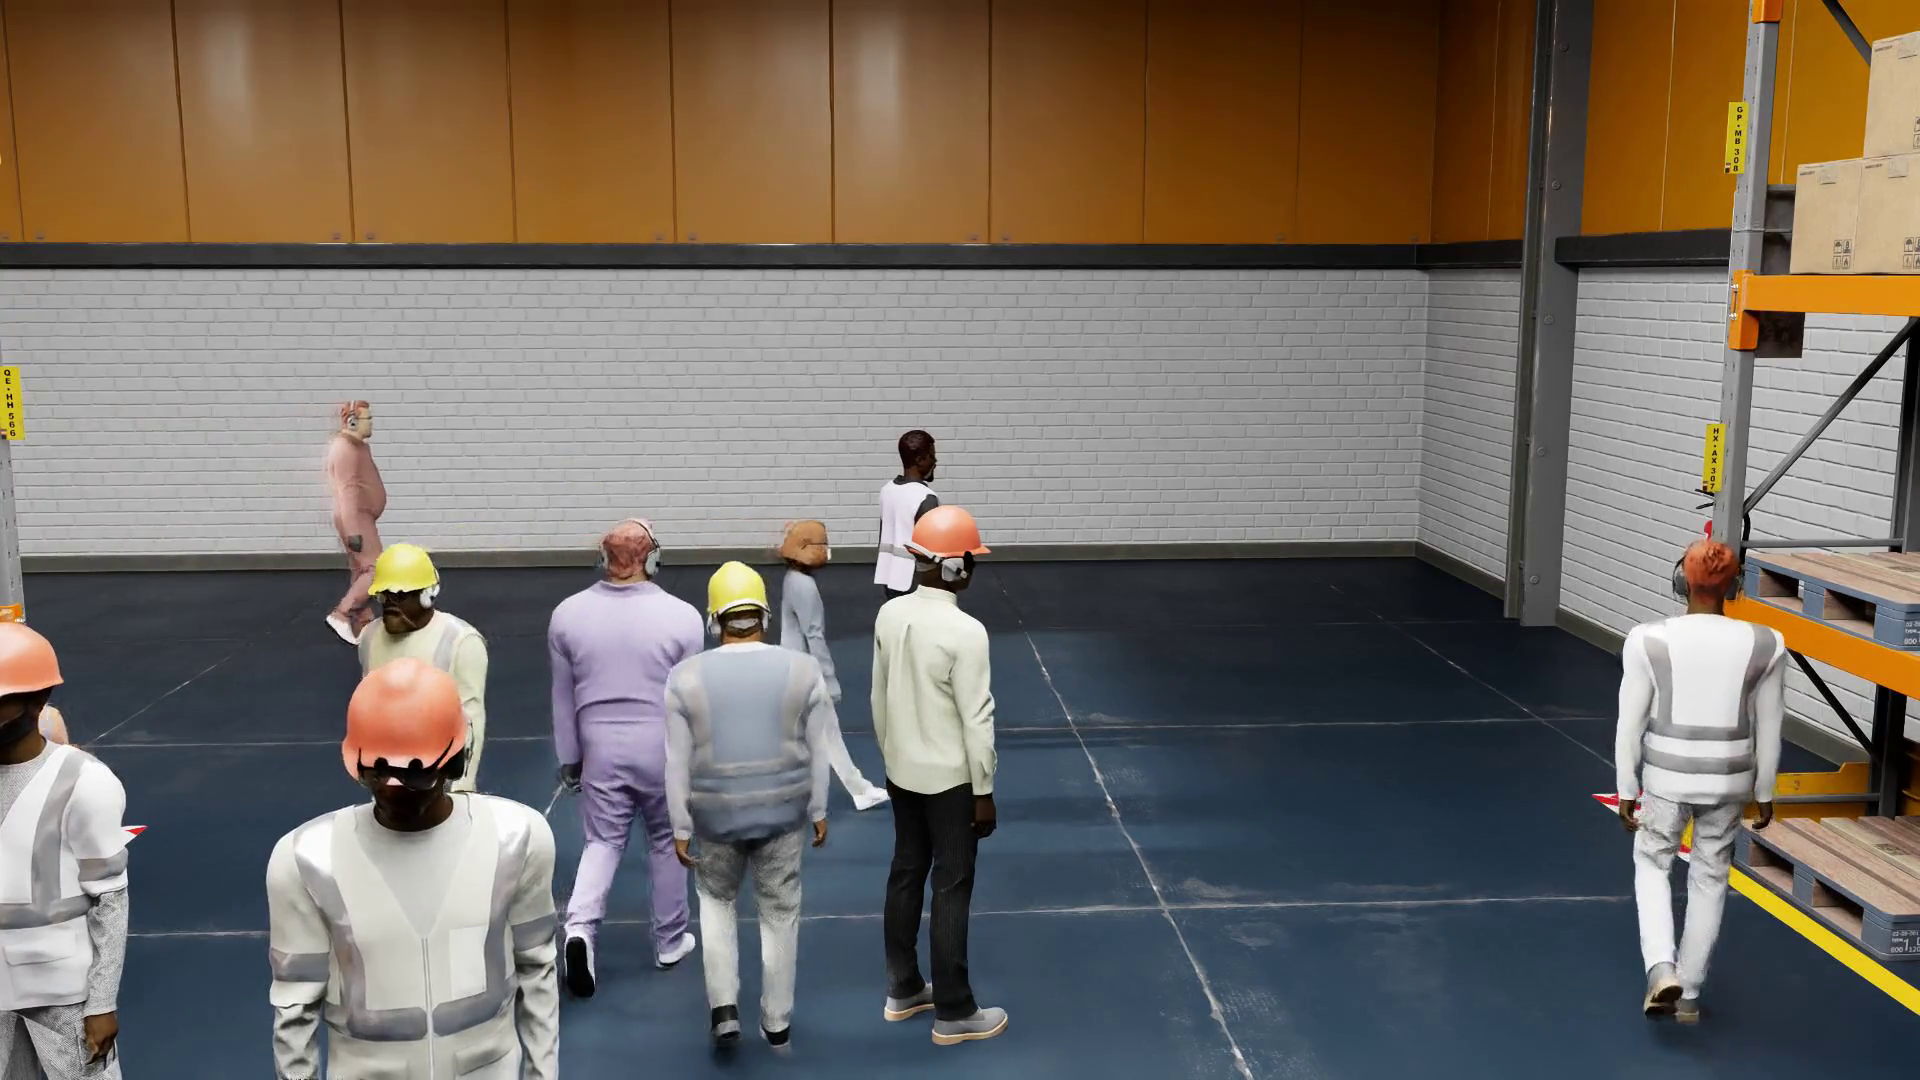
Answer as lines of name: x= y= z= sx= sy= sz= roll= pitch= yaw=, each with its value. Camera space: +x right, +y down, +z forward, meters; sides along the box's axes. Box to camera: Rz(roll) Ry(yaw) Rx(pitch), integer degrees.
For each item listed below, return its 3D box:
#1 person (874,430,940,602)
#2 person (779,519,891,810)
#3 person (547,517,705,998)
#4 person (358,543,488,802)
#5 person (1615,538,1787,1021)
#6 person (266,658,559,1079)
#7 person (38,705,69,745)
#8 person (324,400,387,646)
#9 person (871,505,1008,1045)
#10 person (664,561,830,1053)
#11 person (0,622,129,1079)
person: x=-0.296 y=0.297 z=9.974 sx=0.399 sy=1.920 sz=0.589 roll=-5 pitch=10 yaw=-30
person: x=-0.767 y=0.680 z=8.604 sx=0.880 sy=1.579 sz=0.512 roll=-1 pitch=9 yaw=-8
person: x=-1.320 y=0.858 z=6.595 sx=0.647 sy=1.889 sz=0.750 roll=1 pitch=9 yaw=7
person: x=-2.158 y=0.904 z=6.555 sx=0.609 sy=1.780 sz=0.916 roll=3 pitch=9 yaw=17
person: x=2.749 y=0.923 z=6.200 sx=0.582 sy=1.867 sz=0.512 roll=3 pitch=9 yaw=16
person: x=-1.168 y=1.245 z=3.661 sx=0.611 sy=2.032 sz=0.401 roll=-4 pitch=10 yaw=-24
person: x=-3.286 y=1.134 z=5.655 sx=0.370 sy=1.621 sz=0.726 roll=8 pitch=12 yaw=40
person: x=-4.551 y=-0.118 z=12.640 sx=0.427 sy=1.895 sz=0.667 roll=-3 pitch=9 yaw=-16
person: x=-0.071 y=0.860 z=6.201 sx=0.396 sy=1.992 sz=0.623 roll=-7 pitch=12 yaw=-39
person: x=-0.763 y=0.980 z=6.031 sx=0.595 sy=1.817 sz=0.423 roll=-2 pitch=9 yaw=-10
person: x=-2.475 y=1.169 z=4.430 sx=0.545 sy=1.942 sz=0.350 roll=2 pitch=9 yaw=12
